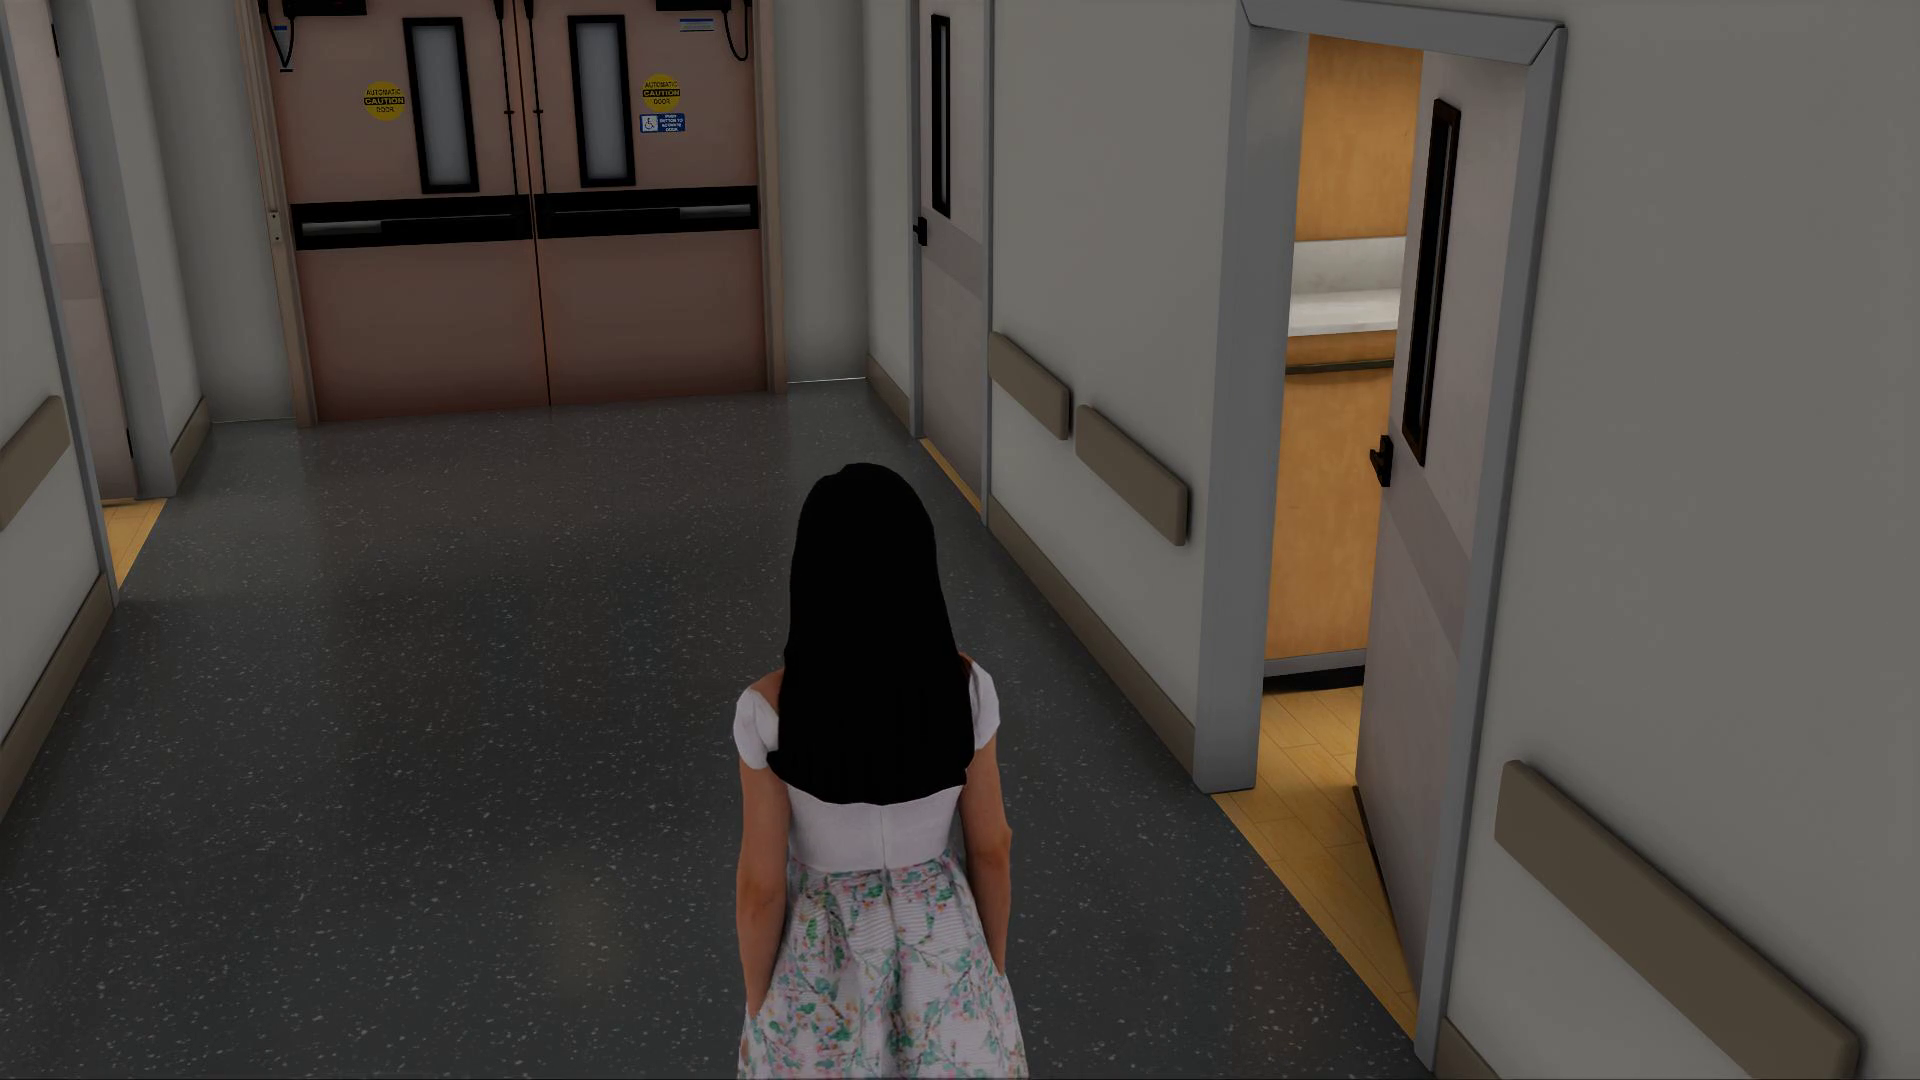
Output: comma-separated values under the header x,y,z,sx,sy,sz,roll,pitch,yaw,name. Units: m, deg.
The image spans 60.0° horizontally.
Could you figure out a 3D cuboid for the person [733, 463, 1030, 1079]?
x,y,z,sx,sy,sz,roll,pitch,yaw,name
-0.127,0.735,2.590,0.638,1.774,0.620,-5,21,-13,person
